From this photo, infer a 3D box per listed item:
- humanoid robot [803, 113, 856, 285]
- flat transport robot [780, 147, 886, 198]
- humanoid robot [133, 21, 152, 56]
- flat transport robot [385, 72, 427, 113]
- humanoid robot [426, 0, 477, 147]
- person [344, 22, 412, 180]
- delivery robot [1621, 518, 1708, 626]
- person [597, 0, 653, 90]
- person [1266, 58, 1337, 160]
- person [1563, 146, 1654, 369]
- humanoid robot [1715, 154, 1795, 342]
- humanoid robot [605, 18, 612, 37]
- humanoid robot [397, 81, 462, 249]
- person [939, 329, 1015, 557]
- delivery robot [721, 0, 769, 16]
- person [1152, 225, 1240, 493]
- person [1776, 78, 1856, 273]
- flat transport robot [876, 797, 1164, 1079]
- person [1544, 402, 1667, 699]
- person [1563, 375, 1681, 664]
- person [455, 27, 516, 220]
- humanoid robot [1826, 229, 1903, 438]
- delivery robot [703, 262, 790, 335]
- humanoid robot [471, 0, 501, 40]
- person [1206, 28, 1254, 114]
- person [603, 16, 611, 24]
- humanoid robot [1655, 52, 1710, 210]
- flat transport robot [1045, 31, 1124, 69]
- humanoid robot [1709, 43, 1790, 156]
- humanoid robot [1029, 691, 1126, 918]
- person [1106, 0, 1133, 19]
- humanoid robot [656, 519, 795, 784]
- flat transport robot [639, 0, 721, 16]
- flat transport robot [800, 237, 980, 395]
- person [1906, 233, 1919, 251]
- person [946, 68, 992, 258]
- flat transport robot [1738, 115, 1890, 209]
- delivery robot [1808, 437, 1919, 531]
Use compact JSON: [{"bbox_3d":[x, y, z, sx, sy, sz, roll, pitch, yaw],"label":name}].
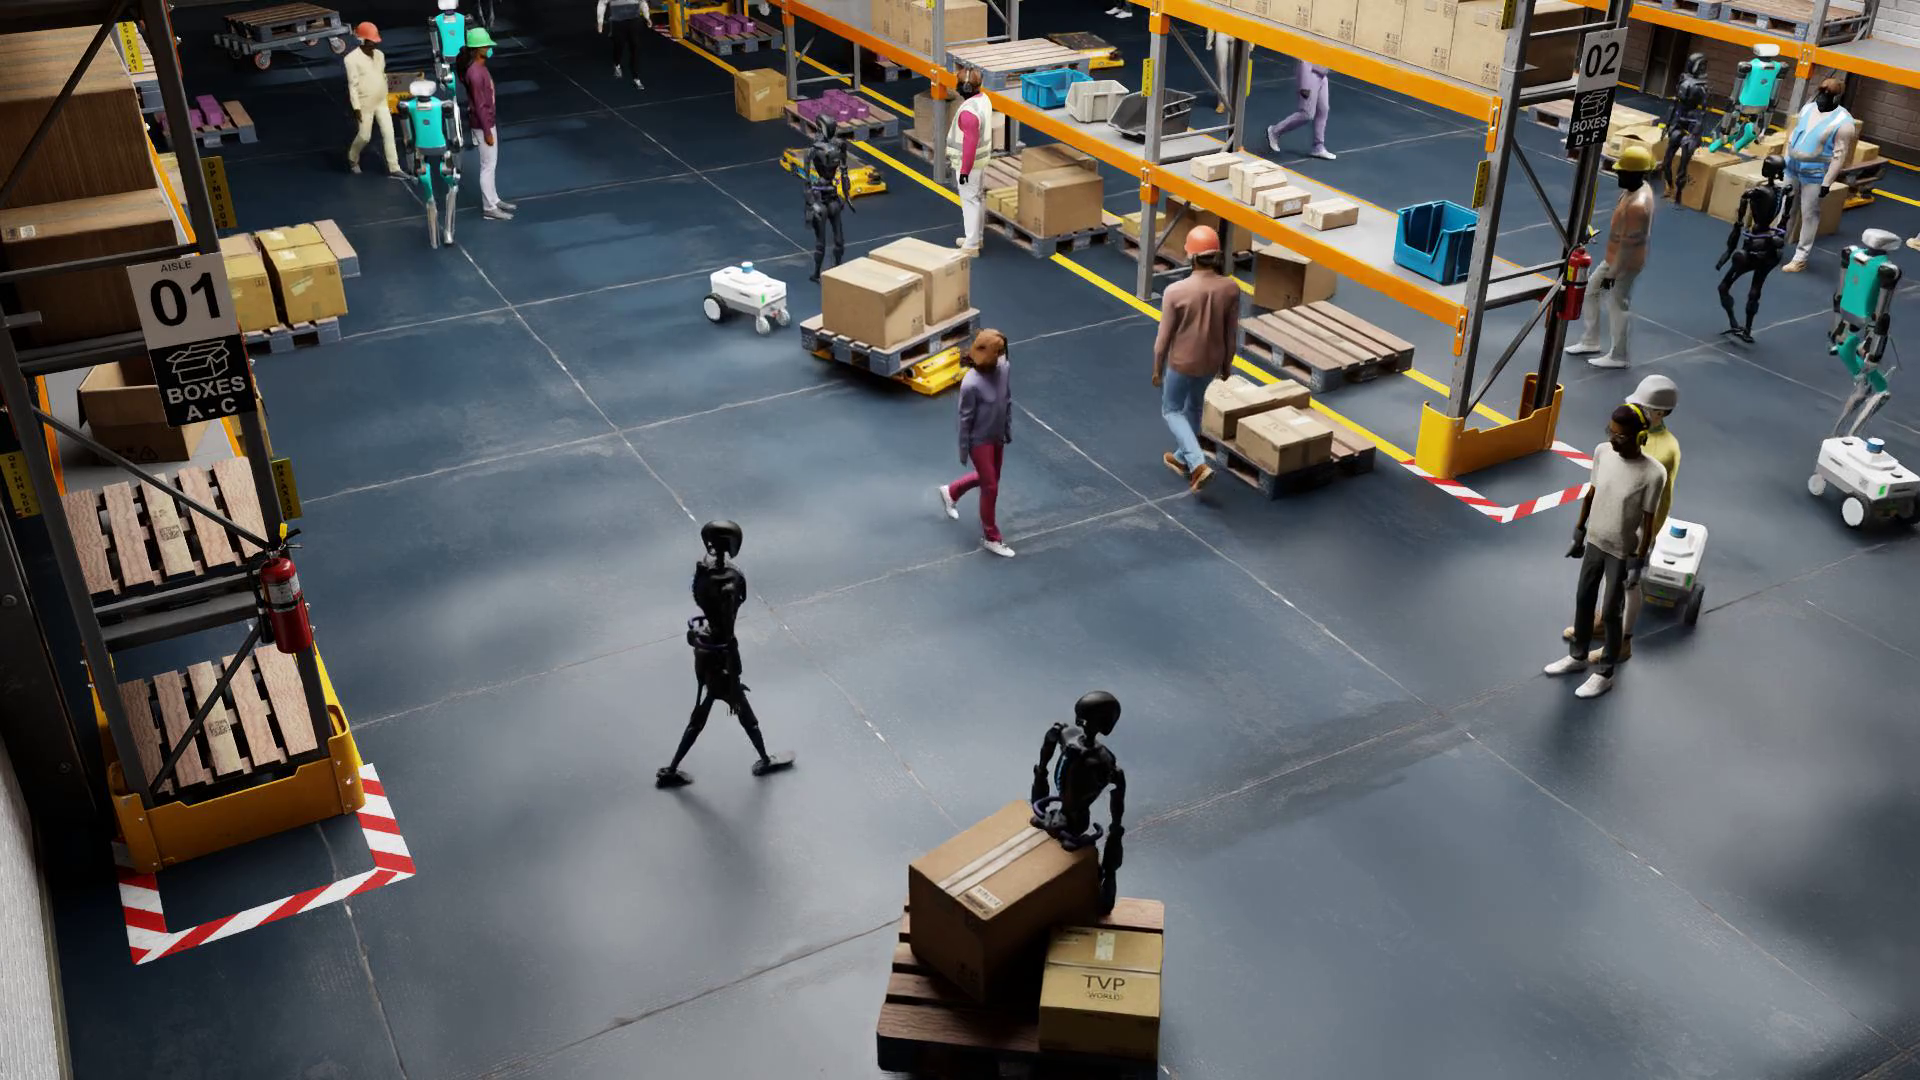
[{"bbox_3d":[-1.249,-3.182,15.542,0.393,1.643,0.593,23,37,34],"label":"humanoid robot"},{"bbox_3d":[-1.440,-4.139,18.614,0.659,0.231,1.431,-15,33,-25],"label":"flat transport robot"},{"bbox_3d":[-10.814,-6.917,22.041,0.571,1.637,0.615,25,38,36],"label":"humanoid robot"},{"bbox_3d":[-7.303,-5.776,21.464,0.659,0.231,1.431,-5,30,-8],"label":"flat transport robot"},{"bbox_3d":[-5.849,-5.480,19.385,0.530,1.710,0.700,-8,31,-13],"label":"humanoid robot"},{"bbox_3d":[-6.555,-4.863,18.408,0.742,1.721,0.596,16,34,26],"label":"person"},{"bbox_3d":[4.628,0.157,10.836,0.499,0.581,0.777,15,33,25],"label":"delivery robot"},{"bbox_3d":[-4.423,-6.851,21.860,0.760,1.735,0.722,-15,33,-24],"label":"person"},{"bbox_3d":[3.981,-5.278,18.968,0.744,1.874,0.652,15,33,25],"label":"person"},{"bbox_3d":[5.418,-2.344,13.846,0.662,1.905,0.626,8,31,14],"label":"person"},{"bbox_3d":[6.875,-2.525,14.384,0.603,1.649,0.333,-8,31,-13],"label":"humanoid robot"},{"bbox_3d":[-5.015,-8.224,24.263,0.533,1.794,0.700,3,30,6],"label":"humanoid robot"},{"bbox_3d":[-5.151,-3.668,16.403,0.549,1.844,0.818,-5,30,-9],"label":"humanoid robot"},{"bbox_3d":[0.122,-0.708,11.299,0.680,1.611,0.501,20,35,31],"label":"person"},{"bbox_3d":[-3.350,-8.394,25.747,0.801,0.607,0.499,-5,30,-9],"label":"delivery robot"},{"bbox_3d":[1.702,-1.278,11.917,0.635,1.972,0.709,-12,32,-20],"label":"person"},{"bbox_3d":[8.101,-3.490,15.905,0.429,1.846,0.626,-12,32,-20],"label":"person"},{"bbox_3d":[0.290,2.211,7.561,0.659,0.231,1.431,4,30,7],"label":"flat transport robot"},{"bbox_3d":[3.784,0.056,9.724,0.347,1.856,0.521,-16,33,-25],"label":"person"},{"bbox_3d":[4.046,-0.120,9.994,0.400,1.891,0.470,-5,30,-9],"label":"person"},{"bbox_3d":[-4.922,-4.314,17.239,0.427,1.948,0.494,-3,30,-6],"label":"person"},{"bbox_3d":[6.874,-1.474,12.528,0.681,1.807,0.541,-7,31,-12],"label":"humanoid robot"},{"bbox_3d":[-1.917,-2.198,14.968,0.812,0.614,0.499,22,36,33],"label":"delivery robot"},{"bbox_3d":[-6.914,-7.903,23.777,0.615,1.639,0.614,3,30,6],"label":"humanoid robot"},{"bbox_3d":[3.375,-6.283,20.728,0.606,1.881,0.495,10,31,16],"label":"person"},{"bbox_3d":[-5.192,-8.659,25.025,0.719,1.724,0.583,-22,37,-34],"label":"person"},{"bbox_3d":[7.665,-4.324,17.531,0.396,1.642,0.586,-7,31,-12],"label":"humanoid robot"},{"bbox_3d":[1.729,-6.905,23.430,0.659,0.231,1.431,-9,31,-16],"label":"flat transport robot"},{"bbox_3d":[8.232,-4.419,17.601,0.538,1.748,0.709,-2,30,-3],"label":"humanoid robot"},{"bbox_3d":[0.500,1.378,7.601,0.459,1.642,0.616,-21,36,-32],"label":"humanoid robot"},{"bbox_3d":[2.465,-8.927,25.379,0.372,1.833,0.513,-8,31,-14],"label":"person"},{"bbox_3d":[-1.321,0.620,8.983,0.771,1.628,0.608,-11,32,-19],"label":"humanoid robot"},{"bbox_3d":[-4.529,-8.413,26.055,1.431,0.231,0.659,-12,32,-19],"label":"flat transport robot"},{"bbox_3d":[-0.582,-1.602,14.199,1.431,0.231,0.659,22,37,34],"label":"flat transport robot"},{"bbox_3d":[9.783,-3.705,16.373,0.610,1.748,0.419,-2,30,-4],"label":"person"},{"bbox_3d":[0.086,-3.682,16.240,0.429,1.842,0.633,6,30,10],"label":"person"},{"bbox_3d":[9.200,-3.929,18.250,0.659,0.231,1.431,-15,33,-25],"label":"flat transport robot"},{"bbox_3d":[6.476,-0.430,11.868,0.499,0.591,0.768,-6,30,-10],"label":"delivery robot"}]
